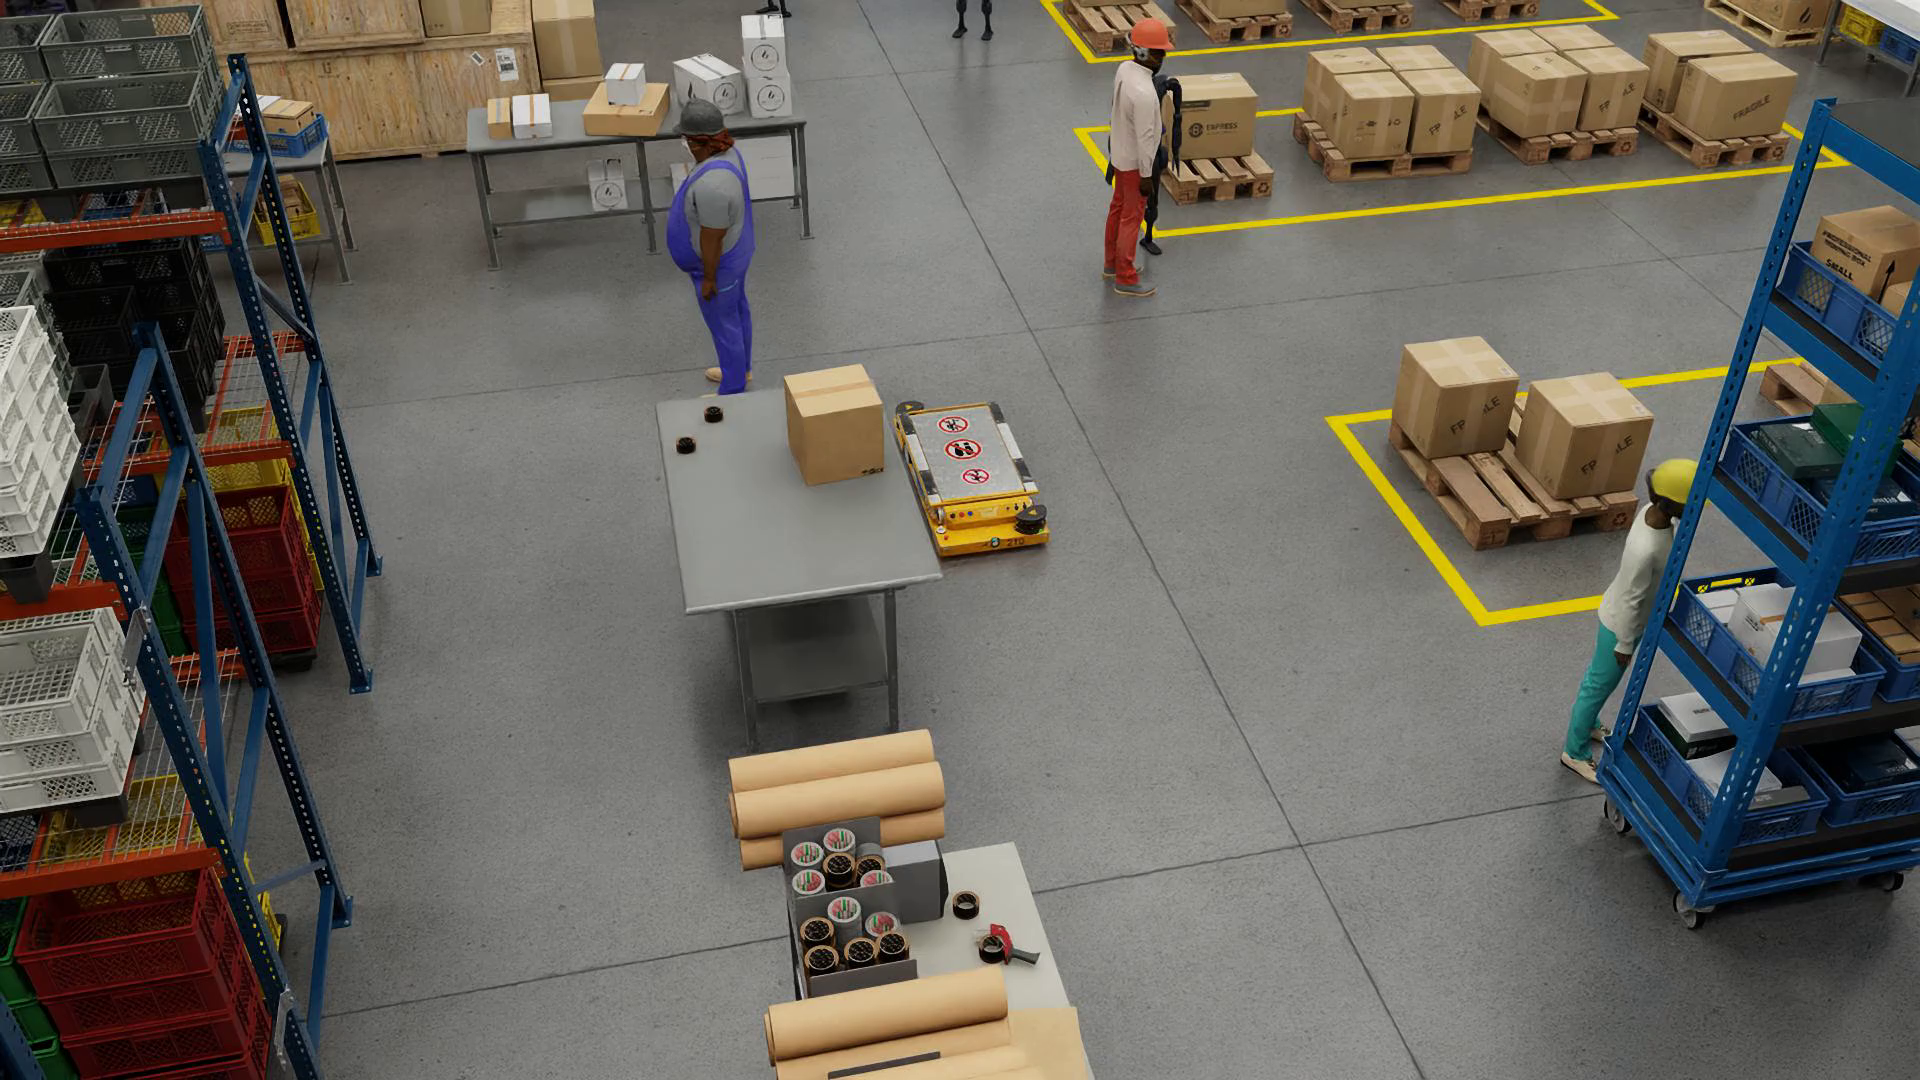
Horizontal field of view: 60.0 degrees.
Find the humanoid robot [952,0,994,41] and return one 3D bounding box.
[{"bbox_3d":[0.124,-5.624,15.931,0.573,1.649,0.349,9,38,12],"label":"humanoid robot"}]

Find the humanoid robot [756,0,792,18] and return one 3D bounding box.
[{"bbox_3d":[-1.914,-5.993,16.427,0.335,1.651,0.570,-29,45,-33],"label":"humanoid robot"}]

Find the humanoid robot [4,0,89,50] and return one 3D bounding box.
[{"bbox_3d":[-7.851,-4.430,14.338,0.604,1.663,0.375,-25,43,-30],"label":"humanoid robot"}]

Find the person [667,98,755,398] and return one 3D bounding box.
[{"bbox_3d":[-1.567,-1.811,10.505,0.536,2.000,0.679,2,37,2],"label":"person"}]

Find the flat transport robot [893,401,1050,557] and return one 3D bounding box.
[{"bbox_3d":[0.046,-0.430,10.108,0.652,0.197,1.431,-8,37,-10],"label":"flat transport robot"}]

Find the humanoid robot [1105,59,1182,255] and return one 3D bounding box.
[{"bbox_3d":[1.341,-2.854,12.209,0.570,1.651,0.326,-8,37,-10],"label":"humanoid robot"}]

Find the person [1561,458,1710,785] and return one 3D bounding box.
[{"bbox_3d":[3.162,0.365,7.808,0.314,1.769,0.523,18,40,23],"label":"person"}]

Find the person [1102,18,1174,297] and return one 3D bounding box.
[{"bbox_3d":[1.246,-2.692,11.729,0.388,1.990,0.620,-7,37,-9],"label":"person"}]
